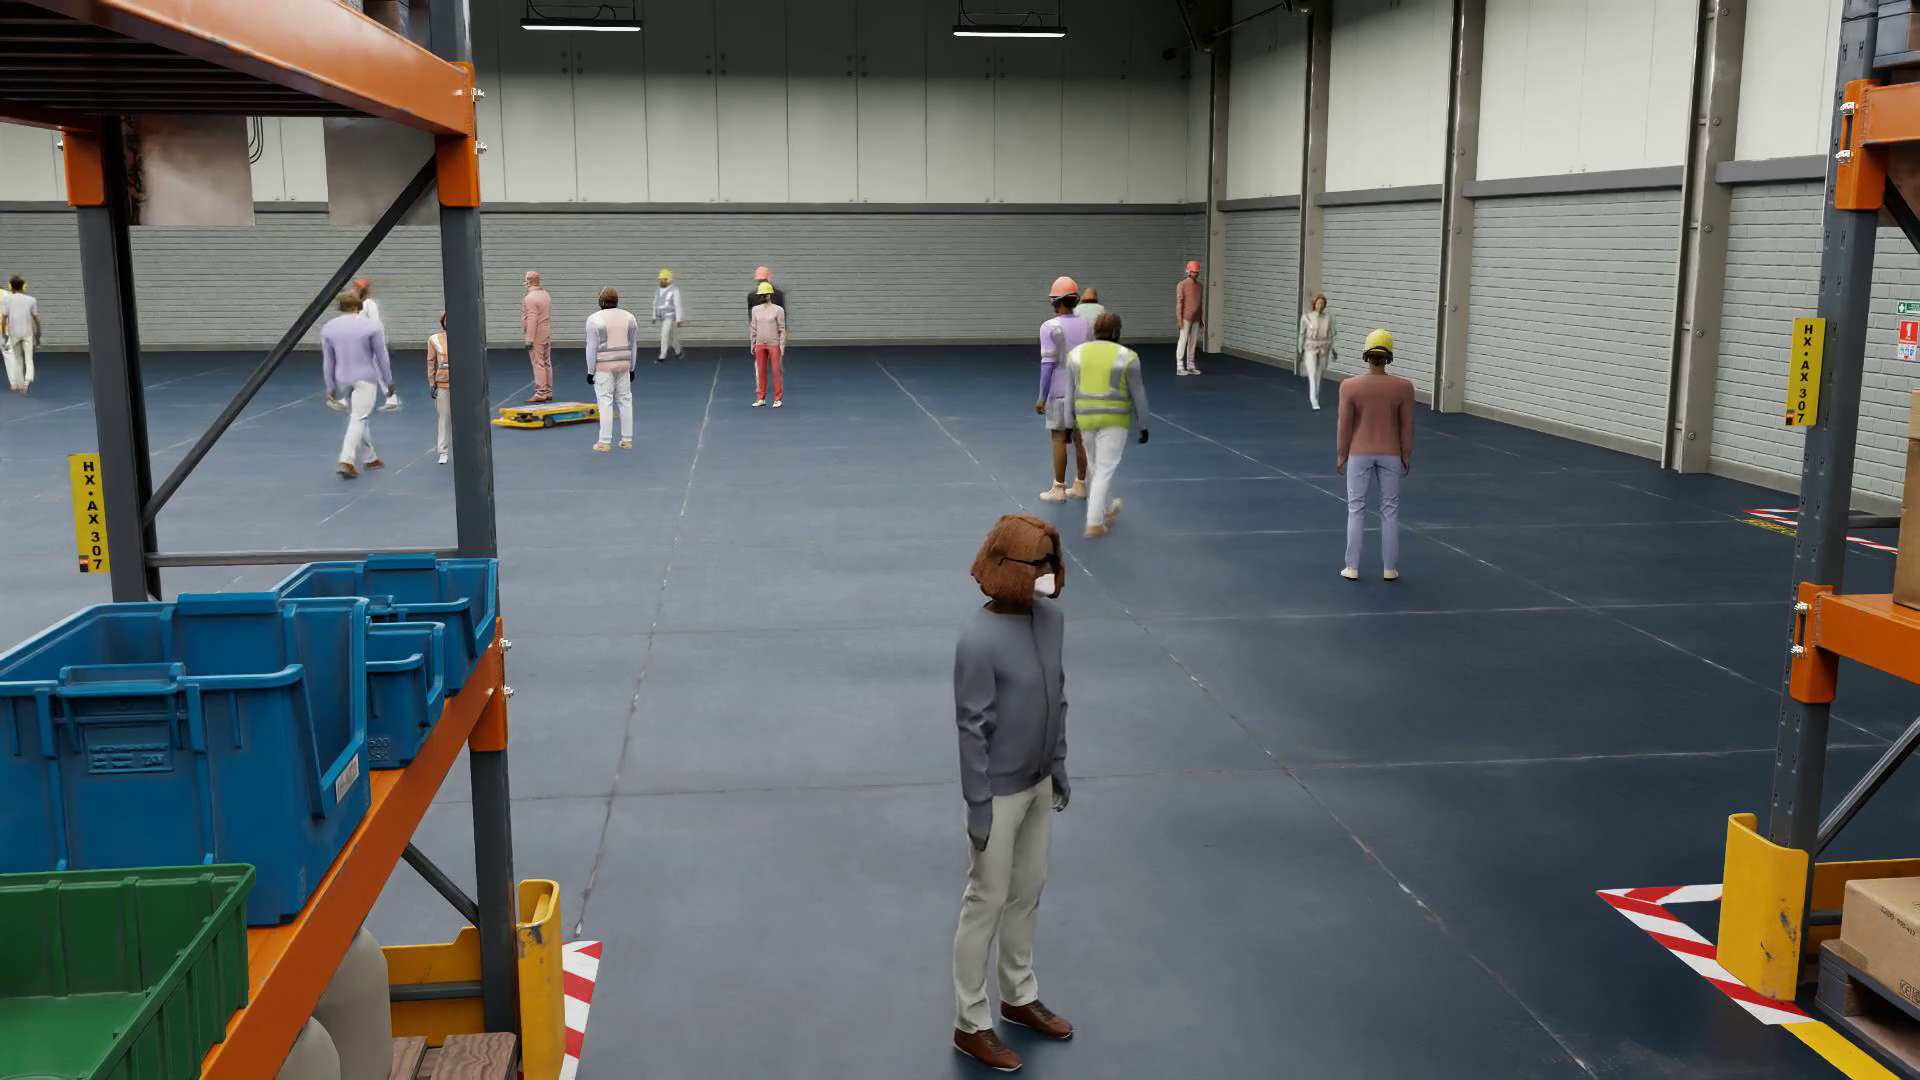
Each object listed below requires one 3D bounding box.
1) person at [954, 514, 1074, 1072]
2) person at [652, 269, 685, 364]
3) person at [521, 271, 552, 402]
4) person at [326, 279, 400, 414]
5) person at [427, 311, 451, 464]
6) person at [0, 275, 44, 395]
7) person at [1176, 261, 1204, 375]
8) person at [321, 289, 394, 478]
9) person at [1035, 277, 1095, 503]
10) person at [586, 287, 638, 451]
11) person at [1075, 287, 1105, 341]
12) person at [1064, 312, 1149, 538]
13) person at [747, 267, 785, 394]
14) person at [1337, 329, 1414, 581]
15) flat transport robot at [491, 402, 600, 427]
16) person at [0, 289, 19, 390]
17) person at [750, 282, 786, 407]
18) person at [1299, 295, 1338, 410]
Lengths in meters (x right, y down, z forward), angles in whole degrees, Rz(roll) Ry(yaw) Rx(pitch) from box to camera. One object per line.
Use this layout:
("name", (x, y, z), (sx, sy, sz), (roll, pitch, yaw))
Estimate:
("person", (0.158, 0.723, 4.856), (0.281, 1.624, 0.493), (7, 12, 32))
("person", (-5.577, -4.291, 31.861), (0.583, 1.806, 0.857), (8, 13, 37))
("person", (-6.194, -2.959, 24.272), (0.399, 1.905, 0.642), (2, 10, 9))
("person", (-8.182, -2.643, 22.726), (0.993, 1.824, 0.574), (-6, 12, -28))
("person", (-5.397, -1.632, 17.717), (0.514, 1.641, 0.309), (-4, 11, -23))
("person", (-14.238, -3.094, 25.233), (0.565, 1.830, 0.781), (-5, 11, -25))
("person", (4.029, -3.868, 29.009), (0.621, 1.989, 0.398), (-8, 13, -38))
("person", (-6.121, -1.582, 16.790), (0.641, 1.894, 1.025), (2, 11, 11))
("person", (0.941, -1.354, 15.085), (0.605, 2.045, 0.377), (-8, 13, -36))
("person", (-3.942, -1.924, 18.769), (0.626, 1.844, 0.429), (-9, 14, -40))
("person", (2.034, -3.155, 26.112), (0.499, 1.622, 0.356), (2, 11, 13))
("person", (1.232, -0.952, 13.561), (0.660, 1.793, 0.947), (6, 12, 30))
("person", (-2.988, -3.269, 25.853), (0.603, 1.957, 0.957), (1, 10, 5))
("person", (2.896, -0.586, 11.640), (0.526, 1.768, 0.314), (1, 10, 8))
("flat transport robot", (-5.263, -1.623, 21.422), (0.652, 0.197, 1.431), (7, 13, 35))
("person", (-15.147, -3.270, 26.145), (0.627, 1.844, 0.429), (-6, 12, -31))
("person", (-2.726, -2.753, 23.522), (0.533, 1.767, 0.326), (4, 11, 19))
("person", (5.034, -2.656, 23.443), (0.524, 1.606, 0.838), (0, 10, -2))
